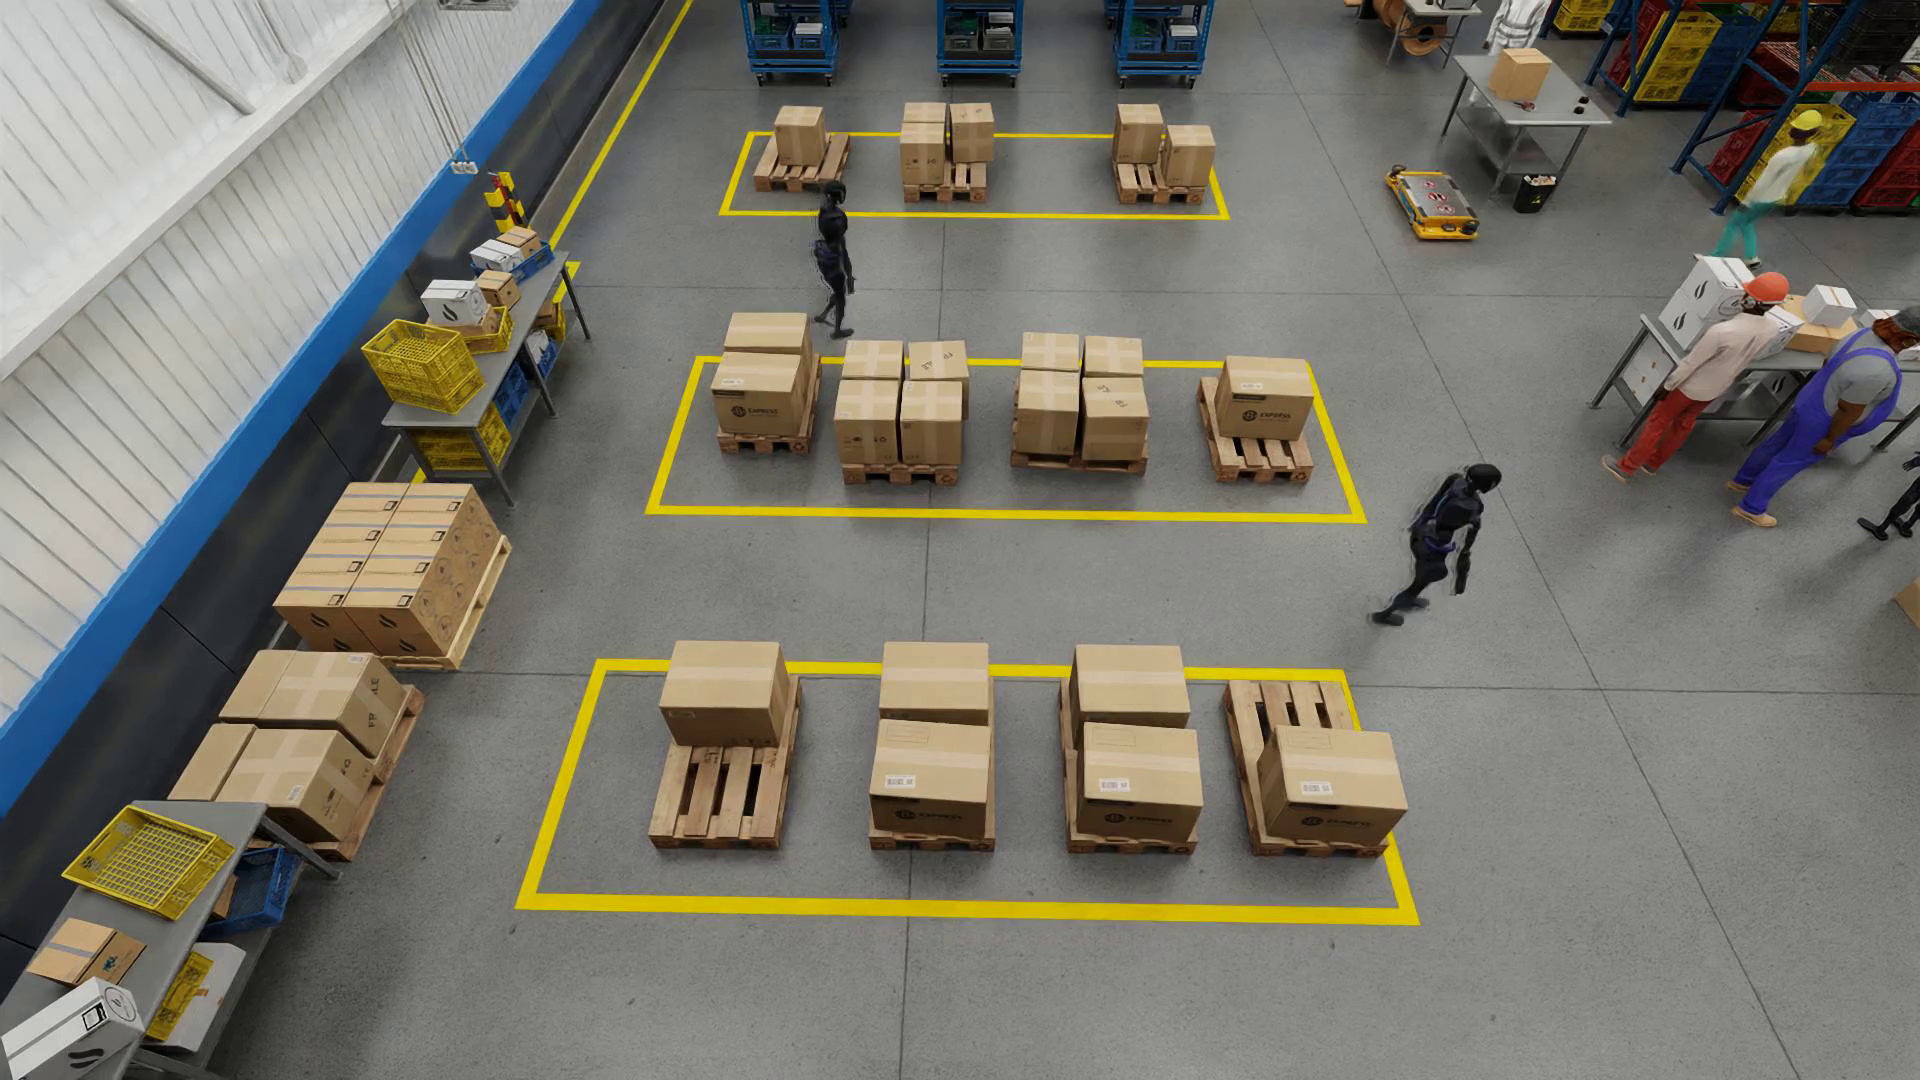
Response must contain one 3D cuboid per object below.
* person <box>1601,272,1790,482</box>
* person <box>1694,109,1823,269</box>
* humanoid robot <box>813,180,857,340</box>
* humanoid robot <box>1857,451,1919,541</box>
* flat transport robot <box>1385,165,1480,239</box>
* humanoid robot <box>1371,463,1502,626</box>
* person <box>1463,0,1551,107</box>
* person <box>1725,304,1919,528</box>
[{"bbox_3d":[6.048,-1.289,7.519,0.616,1.990,0.394,-9,50,-8],"label":"person"},{"bbox_3d":[8.523,-3.621,9.682,0.535,1.745,0.484,-15,51,-13],"label":"person"},{"bbox_3d":[-1.240,-2.740,8.973,0.393,1.633,0.654,-20,52,-17],"label":"humanoid robot"},{"bbox_3d":[7.828,-0.656,7.161,0.616,1.656,0.308,-4,49,-4],"label":"humanoid robot"},{"bbox_3d":[5.692,-4.094,11.059,0.652,0.197,1.431,1,49,1],"label":"flat transport robot"},{"bbox_3d":[3.469,0.052,6.561,0.584,1.636,0.614,3,49,3],"label":"humanoid robot"},{"bbox_3d":[7.324,-6.653,12.223,0.583,1.882,0.337,30,55,23],"label":"person"},{"bbox_3d":[6.867,-0.977,7.208,0.538,2.000,0.681,18,51,15],"label":"person"}]
